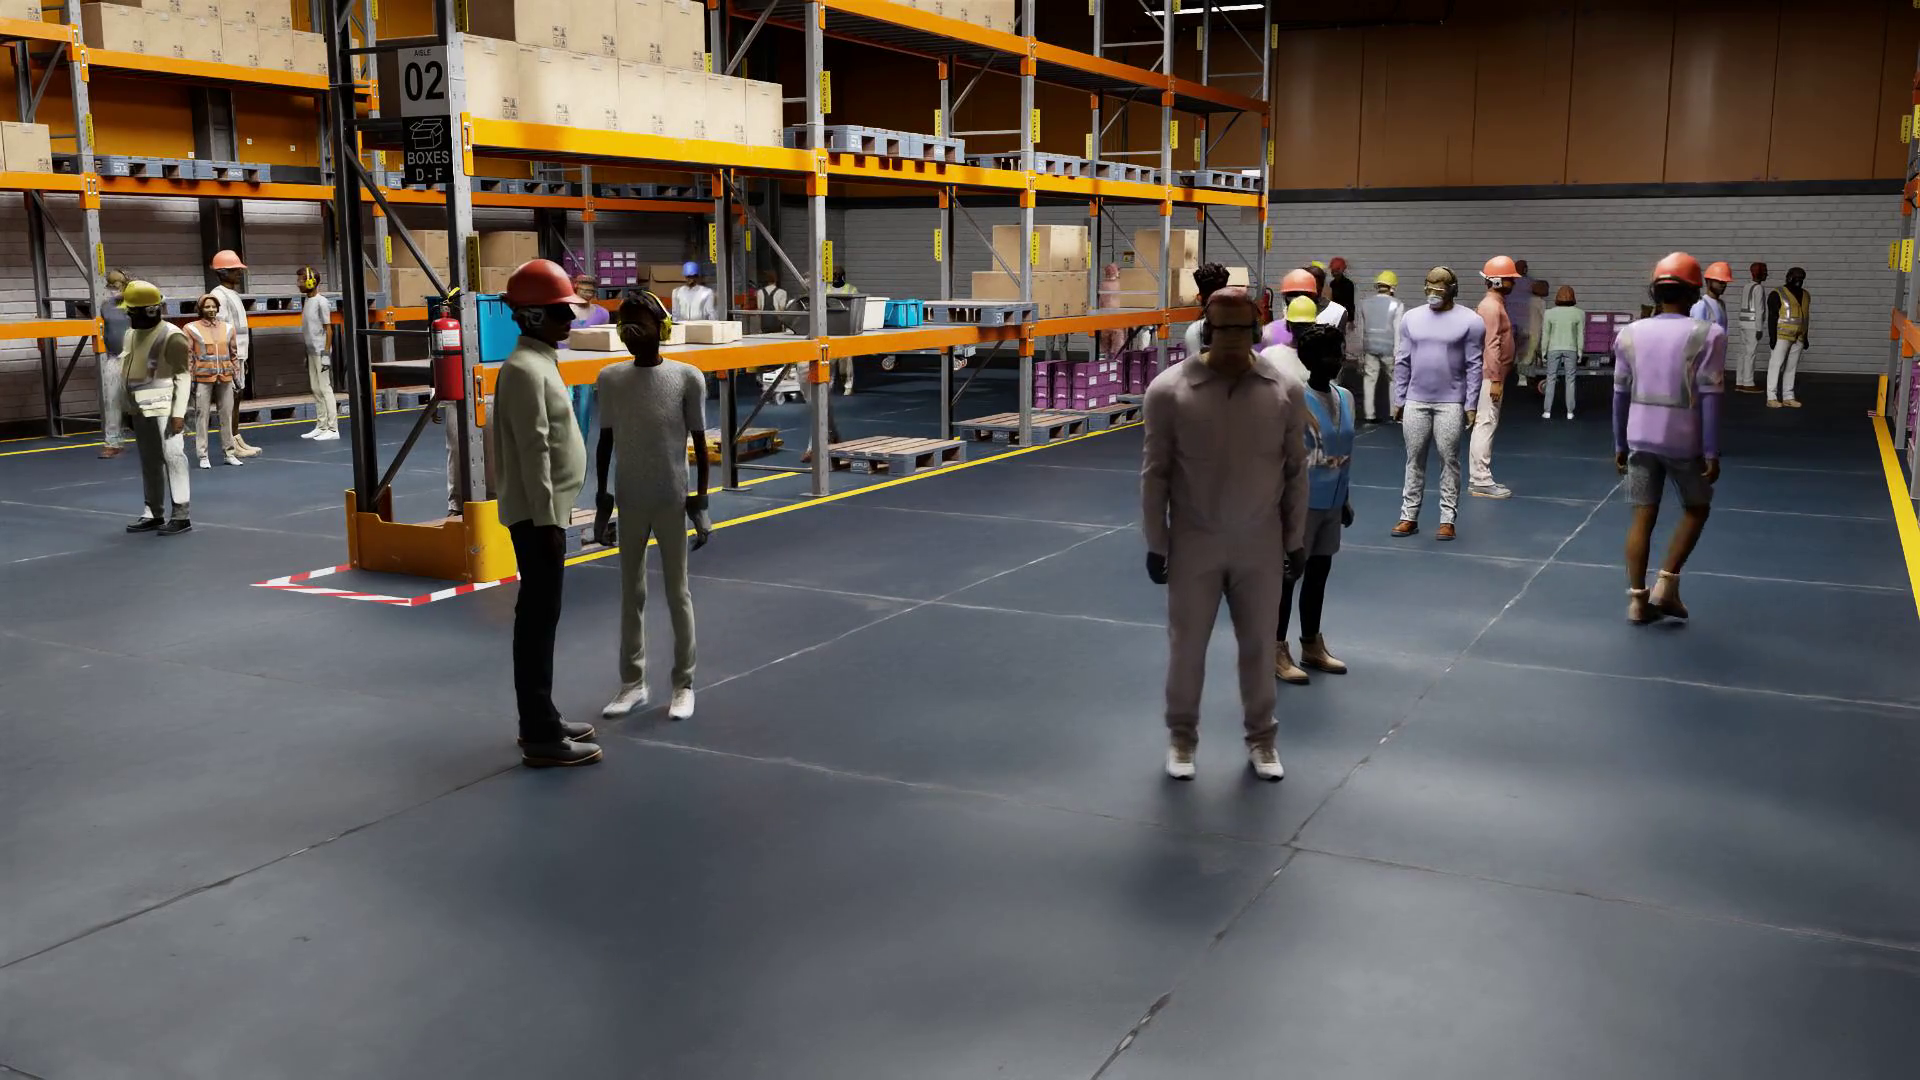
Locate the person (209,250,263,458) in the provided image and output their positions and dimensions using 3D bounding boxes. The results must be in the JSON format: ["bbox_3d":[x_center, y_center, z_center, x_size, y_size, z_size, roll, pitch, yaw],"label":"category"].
[{"bbox_3d":[-7.185,-1.832,16.461,0.368,2.048,0.607,-2,10,-12],"label":"person"}]

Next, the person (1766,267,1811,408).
[{"bbox_3d":[10.878,-2.650,21.810,0.621,1.838,0.429,-3,10,-18],"label":"person"}]

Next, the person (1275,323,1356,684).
[{"bbox_3d":[1.676,-0.179,7.900,0.532,1.697,0.322,-8,12,-37],"label":"person"}]

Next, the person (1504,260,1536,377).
[{"bbox_3d":[9.151,-3.626,27.257,0.651,1.907,0.409,7,12,35],"label":"person"}]

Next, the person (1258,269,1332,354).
[{"bbox_3d":[2.251,-0.834,11.067,0.571,1.910,0.475,5,11,29],"label":"person"}]

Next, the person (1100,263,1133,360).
[{"bbox_3d":[2.336,-3.295,25.451,0.653,1.884,0.881,1,10,5],"label":"person"}]

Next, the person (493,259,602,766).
[{"bbox_3d":[-1.651,-0.108,6.627,0.379,1.996,0.608,-2,10,-14],"label":"person"}]

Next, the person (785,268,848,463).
[{"bbox_3d":[-1.383,-1.741,16.398,0.617,1.899,0.997,4,11,23],"label":"person"}]

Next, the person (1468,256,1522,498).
[{"bbox_3d":[4.433,-1.354,13.844,0.375,1.995,0.611,2,10,12],"label":"person"}]

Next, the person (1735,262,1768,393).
[{"bbox_3d":[11.520,-3.081,24.168,0.362,1.883,0.575,1,10,6],"label":"person"}]

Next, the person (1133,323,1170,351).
[{"bbox_3d":[2.916,-3.255,25.329,0.600,1.827,0.403,-1,10,-6],"label":"person"}]

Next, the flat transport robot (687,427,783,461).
[{"bbox_3d":[-2.325,-0.970,16.606,0.652,0.197,1.431,3,10,15],"label":"flat transport robot"}]

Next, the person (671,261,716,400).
[{"bbox_3d":[-3.578,-2.807,22.489,0.615,1.921,0.872,1,10,3],"label":"person"}]

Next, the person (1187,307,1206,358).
[{"bbox_3d":[2.127,-1.243,13.956,0.483,1.736,0.311,0,10,0],"label":"person"}]

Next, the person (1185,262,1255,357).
[{"bbox_3d":[1.641,-0.797,10.720,0.601,1.961,0.372,-9,13,-41],"label":"person"}]

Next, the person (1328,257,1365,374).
[{"bbox_3d":[6.201,-3.564,26.736,0.719,1.973,0.635,-4,11,-22],"label":"person"}]

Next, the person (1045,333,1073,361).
[{"bbox_3d":[1.512,-3.404,25.926,0.585,1.922,0.377,3,10,16],"label":"person"}]

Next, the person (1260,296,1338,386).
[{"bbox_3d":[2.133,-0.672,10.617,0.539,1.741,0.766,2,10,13],"label":"person"}]

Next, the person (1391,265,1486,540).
[{"bbox_3d":[3.367,-0.964,11.767,0.627,1.934,0.371,6,12,32],"label":"person"}]

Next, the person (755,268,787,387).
[{"bbox_3d":[-2.870,-3.213,25.182,0.525,1.807,0.956,3,10,16],"label":"person"}]

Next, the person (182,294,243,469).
[{"bbox_3d":[-7.058,-1.499,15.714,0.308,1.641,0.515,9,13,42],"label":"person"}]

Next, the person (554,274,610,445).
[{"bbox_3d":[-3.643,-1.626,15.913,0.611,1.819,0.433,-4,10,-21],"label":"person"}]

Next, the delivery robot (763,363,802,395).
[{"bbox_3d":[-2.313,-2.155,22.374,0.477,0.478,0.707,9,13,41],"label":"delivery robot"}]

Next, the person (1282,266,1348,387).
[{"bbox_3d":[3.040,-1.409,14.402,0.587,1.914,0.392,6,11,29],"label":"person"}]

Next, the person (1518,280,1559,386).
[{"bbox_3d":[8.878,-3.142,25.336,0.780,1.601,0.526,0,10,-2],"label":"person"}]

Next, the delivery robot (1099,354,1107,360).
[{"bbox_3d":[2.048,-2.444,24.049,0.477,0.478,0.707,8,12,39],"label":"delivery robot"}]

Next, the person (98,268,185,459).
[{"bbox_3d":[-8.225,-1.774,16.629,0.637,1.889,0.874,2,10,12],"label":"person"}]

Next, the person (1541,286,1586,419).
[{"bbox_3d":[7.369,-2.290,20.346,0.497,1.626,0.287,4,10,21],"label":"person"}]

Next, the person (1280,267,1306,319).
[{"bbox_3d":[3.770,-2.069,18.364,0.518,1.865,0.323,1,10,7],"label":"person"}]

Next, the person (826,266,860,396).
[{"bbox_3d":[-1.726,-2.964,23.616,0.634,1.839,0.429,2,10,12],"label":"person"}]

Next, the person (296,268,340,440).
[{"bbox_3d":[-6.970,-2.008,18.016,0.317,1.863,0.523,-9,13,-43],"label":"person"}]

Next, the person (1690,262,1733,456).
[{"bbox_3d":[7.380,-1.763,16.389,0.547,1.934,0.376,-9,13,-43],"label":"person"}]

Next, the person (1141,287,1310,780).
[{"bbox_3d":[1.018,-0.011,6.373,0.645,1.897,0.397,0,10,-3],"label":"person"}]

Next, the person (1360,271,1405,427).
[{"bbox_3d":[4.985,-2.239,19.494,0.601,1.801,0.743,8,13,40],"label":"person"}]

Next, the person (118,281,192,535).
[{"bbox_3d":[-5.798,-0.943,11.961,0.586,1.824,0.404,5,11,26],"label":"person"}]

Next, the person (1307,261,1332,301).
[{"bbox_3d":[5.362,-3.174,24.647,0.602,1.904,0.621,-9,13,-43],"label":"person"}]

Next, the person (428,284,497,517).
[{"bbox_3d":[-3.623,-1.032,12.304,0.584,1.882,0.337,-2,10,-10],"label":"person"}]

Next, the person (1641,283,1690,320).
[{"bbox_3d":[9.949,-3.048,23.523,0.697,2.000,0.960,1,10,5],"label":"person"}]

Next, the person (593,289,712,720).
[{"bbox_3d":[-1.338,-0.145,7.212,0.533,1.868,0.310,1,10,8],"label":"person"}]

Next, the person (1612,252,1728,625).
[{"bbox_3d":[3.840,-0.535,9.023,0.459,2.022,0.637,-9,13,-41],"label":"person"}]
